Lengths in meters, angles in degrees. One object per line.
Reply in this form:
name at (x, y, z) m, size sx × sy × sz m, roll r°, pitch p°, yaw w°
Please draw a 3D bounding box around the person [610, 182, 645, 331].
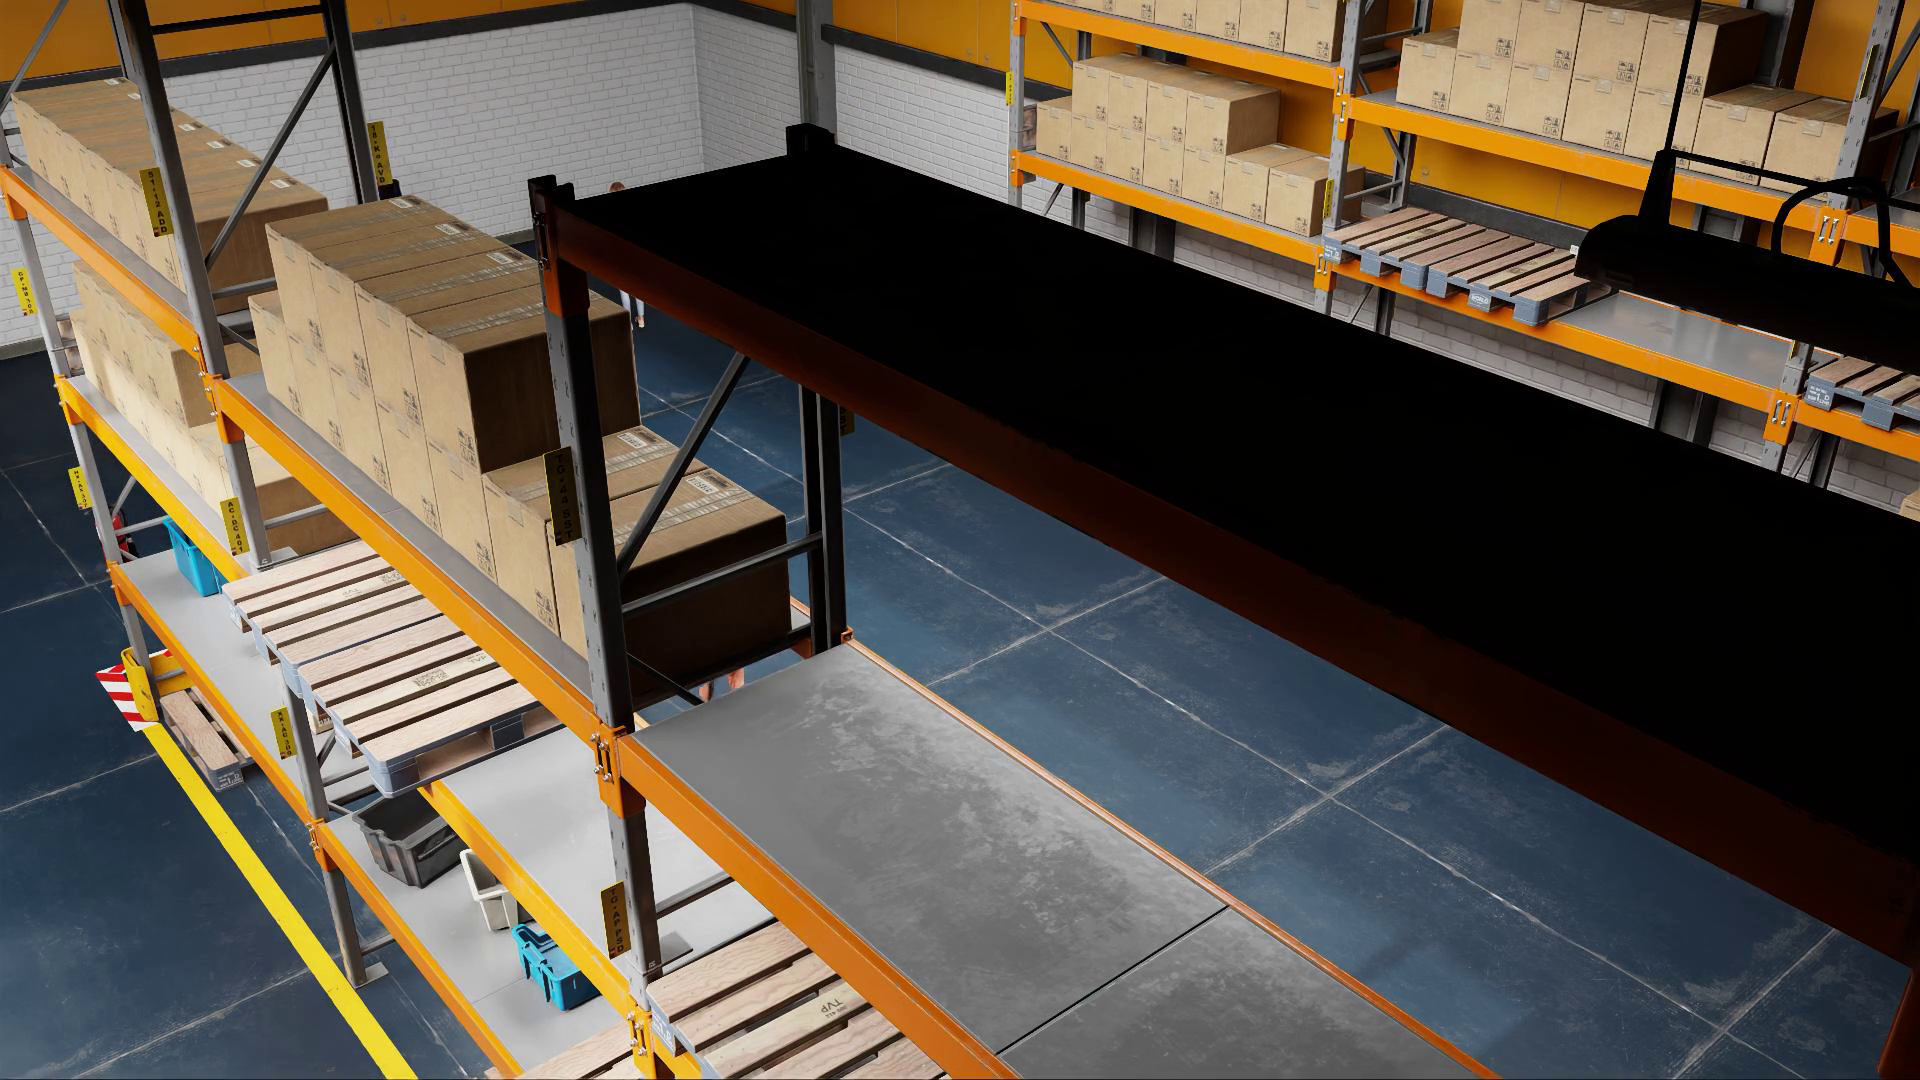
person at (-3.976, -3.381, 19.755) m, size 0.598 × 1.796 × 0.520 m, roll -19°, pitch 34°, yaw -31°
